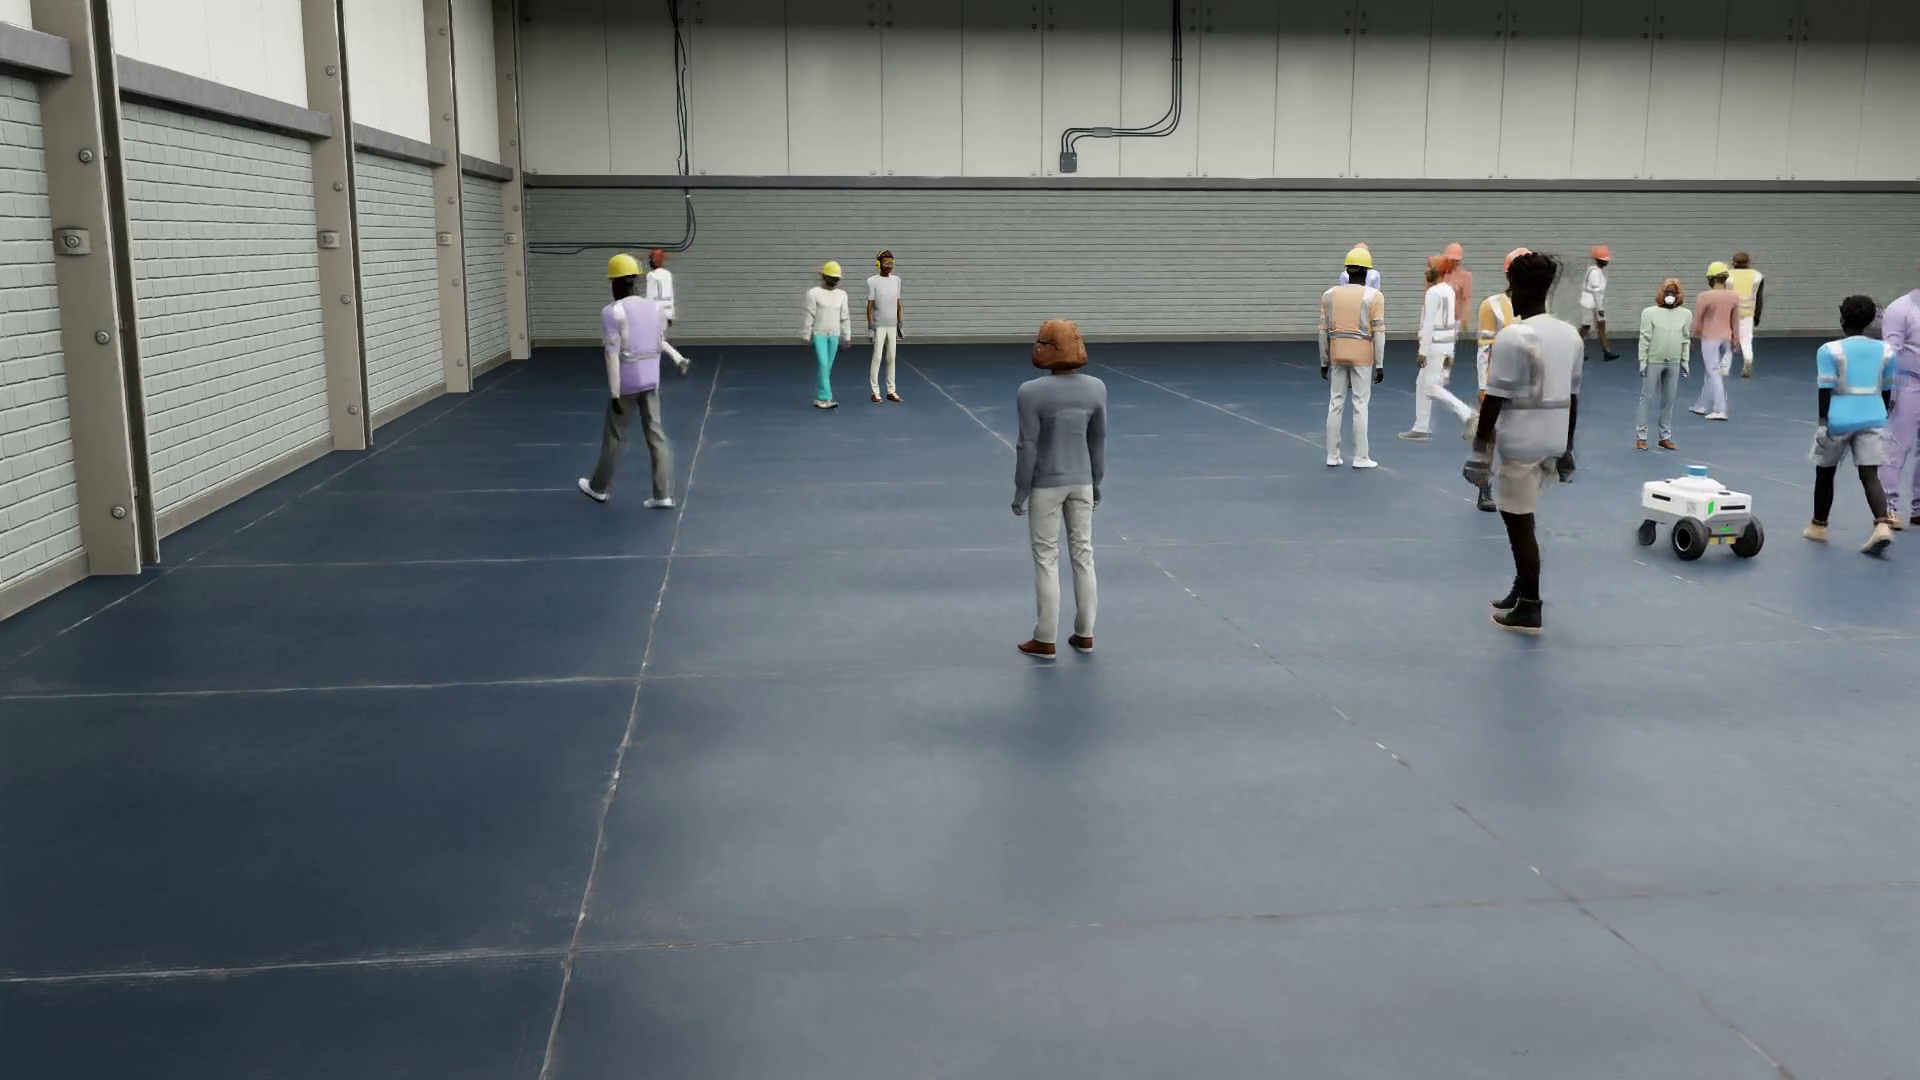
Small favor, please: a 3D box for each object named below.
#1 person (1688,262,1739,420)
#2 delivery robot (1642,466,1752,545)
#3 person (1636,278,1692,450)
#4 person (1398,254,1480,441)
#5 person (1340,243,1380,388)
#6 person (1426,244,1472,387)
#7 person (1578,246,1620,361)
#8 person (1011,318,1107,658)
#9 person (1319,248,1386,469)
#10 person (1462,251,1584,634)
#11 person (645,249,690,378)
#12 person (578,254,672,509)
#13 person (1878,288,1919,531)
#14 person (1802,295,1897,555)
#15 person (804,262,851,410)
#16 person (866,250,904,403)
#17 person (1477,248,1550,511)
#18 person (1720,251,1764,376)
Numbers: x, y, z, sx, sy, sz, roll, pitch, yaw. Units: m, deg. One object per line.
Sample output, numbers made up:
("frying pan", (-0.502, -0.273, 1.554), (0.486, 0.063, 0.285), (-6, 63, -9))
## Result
("person", (8.348, -2.221, 18.573), (0.535, 1.732, 0.817), (-3, 11, -18))
("delivery robot", (4.716, -0.232, 10.663), (0.477, 0.478, 0.707), (-3, 11, -14))
("person", (6.695, -1.667, 15.827), (0.498, 1.633, 0.281), (-1, 10, -3))
("person", (4.743, -1.871, 16.334), (0.748, 1.857, 0.578), (6, 12, 28))
("person", (5.342, -3.002, 22.306), (0.543, 1.940, 0.361), (0, 10, 3))
("person", (6.567, -3.015, 22.419), (0.630, 1.919, 0.949), (4, 11, 21))
("person", (10.369, -3.828, 27.030), (0.836, 1.867, 0.613), (8, 13, 38))
("person", (0.479, -0.246, 8.032), (0.507, 1.635, 0.273), (-6, 12, -29))
("person", (3.445, -1.586, 14.584), (0.594, 1.922, 0.382), (8, 13, 36))
("person", (2.851, -0.496, 8.561), (0.608, 1.947, 0.584), (-8, 13, -38))
("person", (-4.231, -3.213, 23.706), (0.815, 1.860, 0.583), (4, 11, 22))
("person", (-2.512, -1.183, 12.490), (0.927, 1.884, 0.600), (10, 14, 43))
("person", (6.676, -1.013, 11.497), (0.651, 1.906, 0.403), (-2, 10, -8))
("person", (5.799, -0.748, 10.729), (0.538, 1.658, 0.841), (0, 10, 1))
("person", (-1.501, -2.372, 19.422), (0.538, 1.717, 0.863), (-7, 12, -33))
("person", (-0.909, -2.608, 20.375), (0.521, 1.861, 0.317), (-8, 13, -38))
("person", (4.088, -1.174, 12.289), (0.543, 1.939, 0.360), (-1, 10, -7))
("person", (11.277, -3.260, 24.057), (0.637, 1.823, 0.783), (2, 11, 10))
